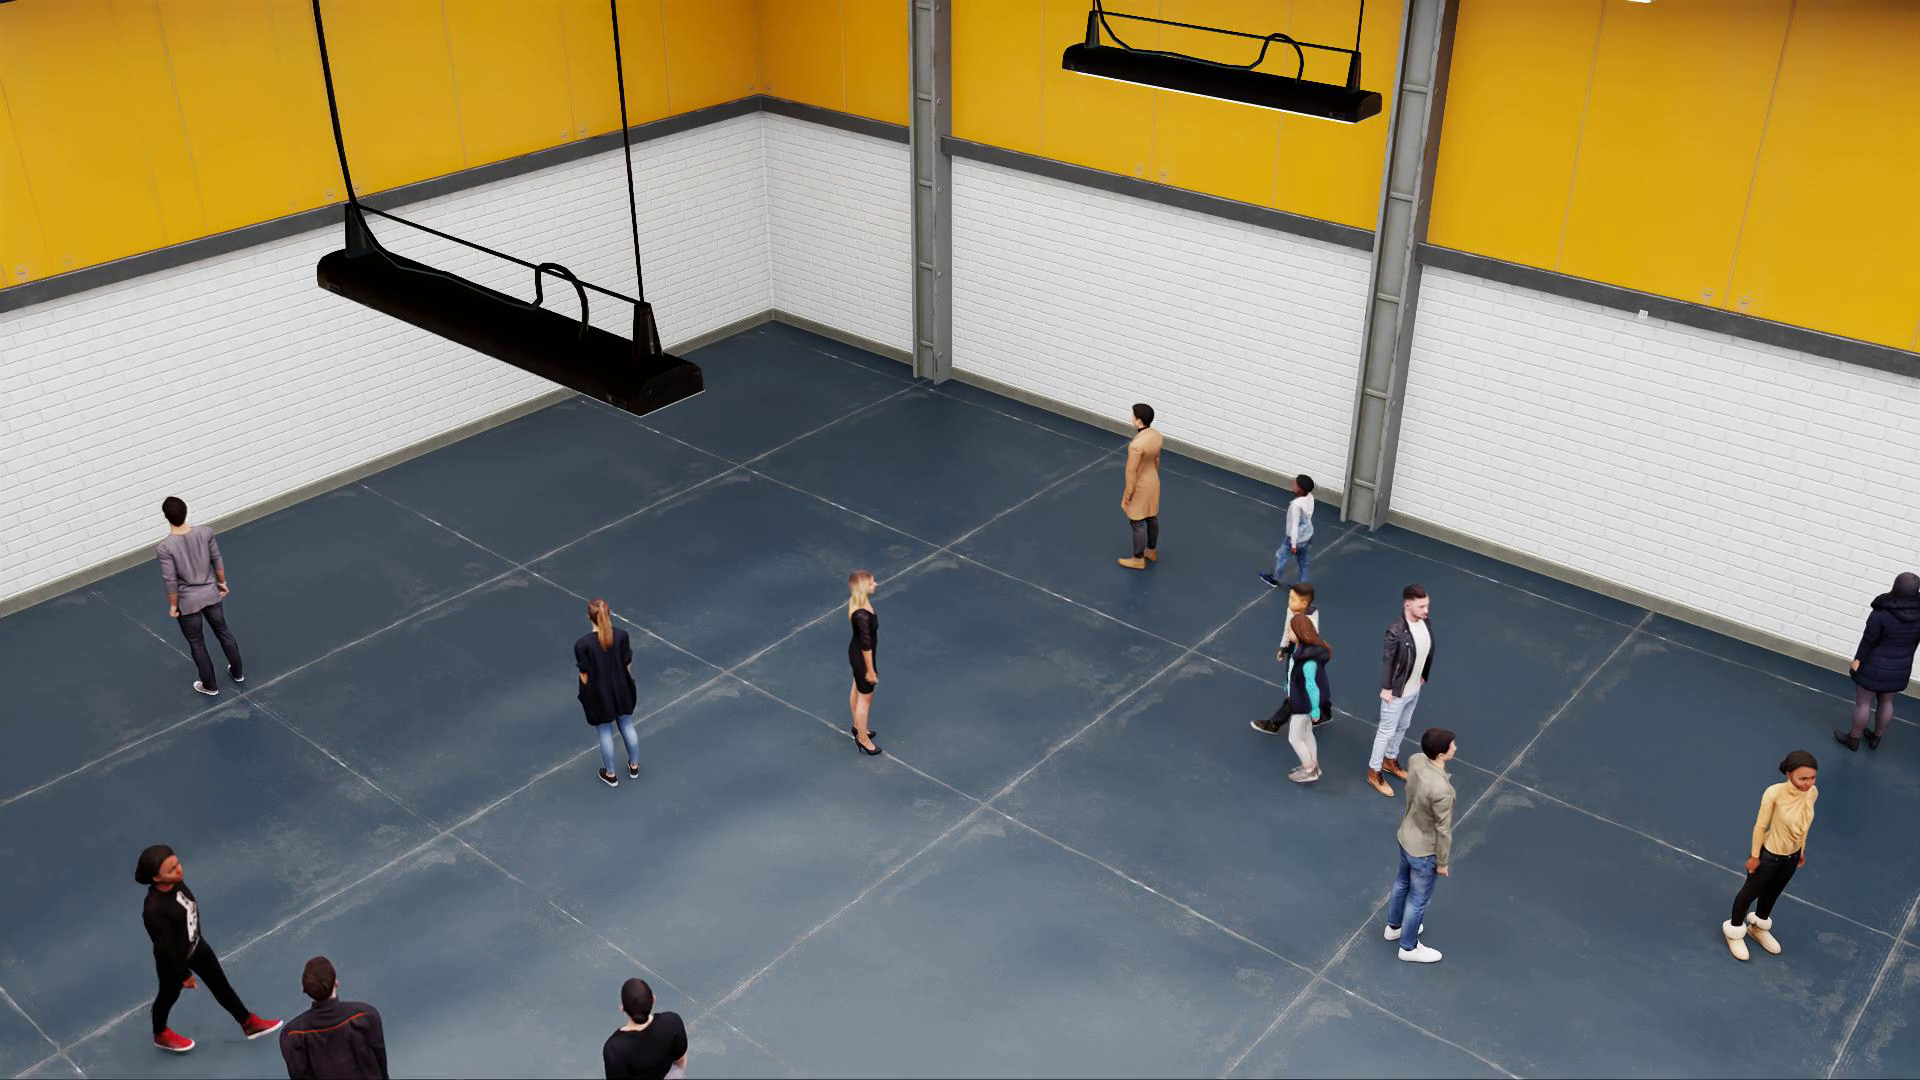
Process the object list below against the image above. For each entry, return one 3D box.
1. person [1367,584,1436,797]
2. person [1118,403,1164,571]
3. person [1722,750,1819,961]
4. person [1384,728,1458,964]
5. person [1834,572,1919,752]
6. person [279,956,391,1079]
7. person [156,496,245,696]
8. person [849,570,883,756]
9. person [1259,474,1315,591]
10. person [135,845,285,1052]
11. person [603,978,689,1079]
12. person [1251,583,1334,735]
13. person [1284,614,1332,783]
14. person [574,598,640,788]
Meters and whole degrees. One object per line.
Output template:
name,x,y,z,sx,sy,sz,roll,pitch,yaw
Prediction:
person,3.485,1.143,13.133,0.684,1.836,0.576,-23,36,-36
person,1.808,-0.535,16.329,0.615,1.721,0.639,20,34,32
person,5.633,2.146,11.478,0.700,1.660,0.734,-7,29,-12
person,3.161,2.070,11.404,0.848,1.865,0.758,-5,29,-10
person,7.555,0.990,13.583,0.797,1.674,0.858,-2,29,-4
person,-3.469,3.123,9.421,0.775,1.914,0.759,-12,31,-21
person,-6.586,0.470,14.351,0.512,1.851,0.680,21,35,33
person,-0.796,0.980,13.599,0.671,1.676,0.595,-4,29,-8
person,3.278,-0.028,15.901,0.560,1.241,0.758,-22,36,-35
person,-5.052,2.647,10.597,1.149,1.625,1.033,0,29,1
person,-1.756,3.196,9.450,0.727,1.759,0.688,-20,34,-32
person,2.929,0.999,13.833,1.023,1.418,0.997,-5,29,-9
person,2.803,1.286,13.258,0.766,1.466,0.712,-3,29,-6
person,-2.785,1.201,13.186,0.707,1.683,0.691,-14,32,-24
